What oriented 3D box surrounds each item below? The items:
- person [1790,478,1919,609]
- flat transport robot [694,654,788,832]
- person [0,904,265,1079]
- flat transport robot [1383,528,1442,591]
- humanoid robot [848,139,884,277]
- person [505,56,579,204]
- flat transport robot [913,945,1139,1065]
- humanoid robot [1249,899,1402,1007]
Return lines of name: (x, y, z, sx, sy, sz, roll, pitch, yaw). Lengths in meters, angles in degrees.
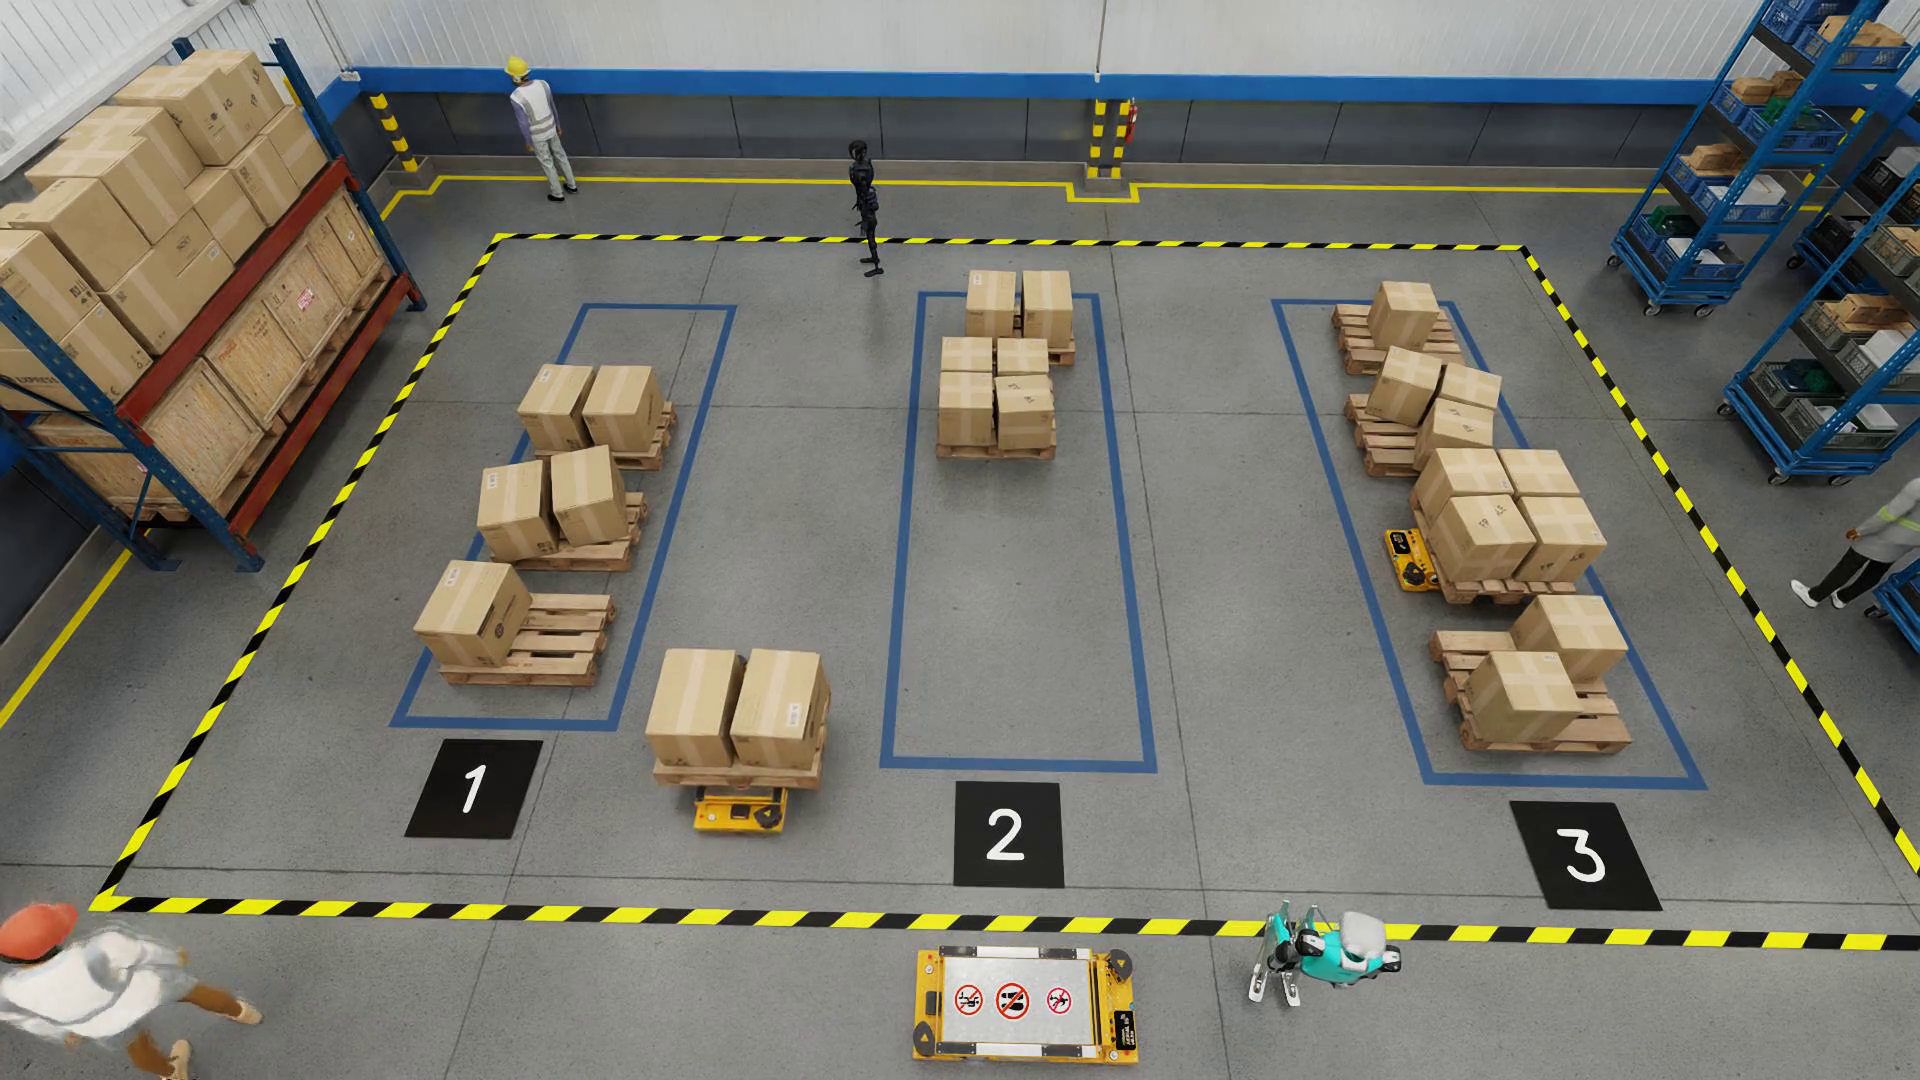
person: (7.681, -0.085, 7.536, 0.589, 1.848, 0.403, 6, 51, 5)
flat transport robot: (-1.632, 1.559, 7.197, 0.652, 0.197, 1.431, 1, 51, 1)
person: (-4.800, 2.624, 5.239, 0.667, 1.987, 0.392, -34, 59, -25)
flat transport robot: (4.689, 0.155, 8.342, 1.431, 0.197, 0.652, 1, 51, 1)
humanoid robot: (-1.111, -3.882, 10.732, 0.315, 1.656, 0.599, -8, 51, -6)
person: (-5.374, -5.238, 11.745, 0.404, 1.831, 0.600, 23, 54, 18)
flat transport robot: (0.422, 3.041, 6.007, 1.431, 0.231, 0.659, 1, 51, 1)
humanoid robot: (2.125, 2.380, 5.512, 0.533, 1.677, 0.735, 8, 51, 7)
